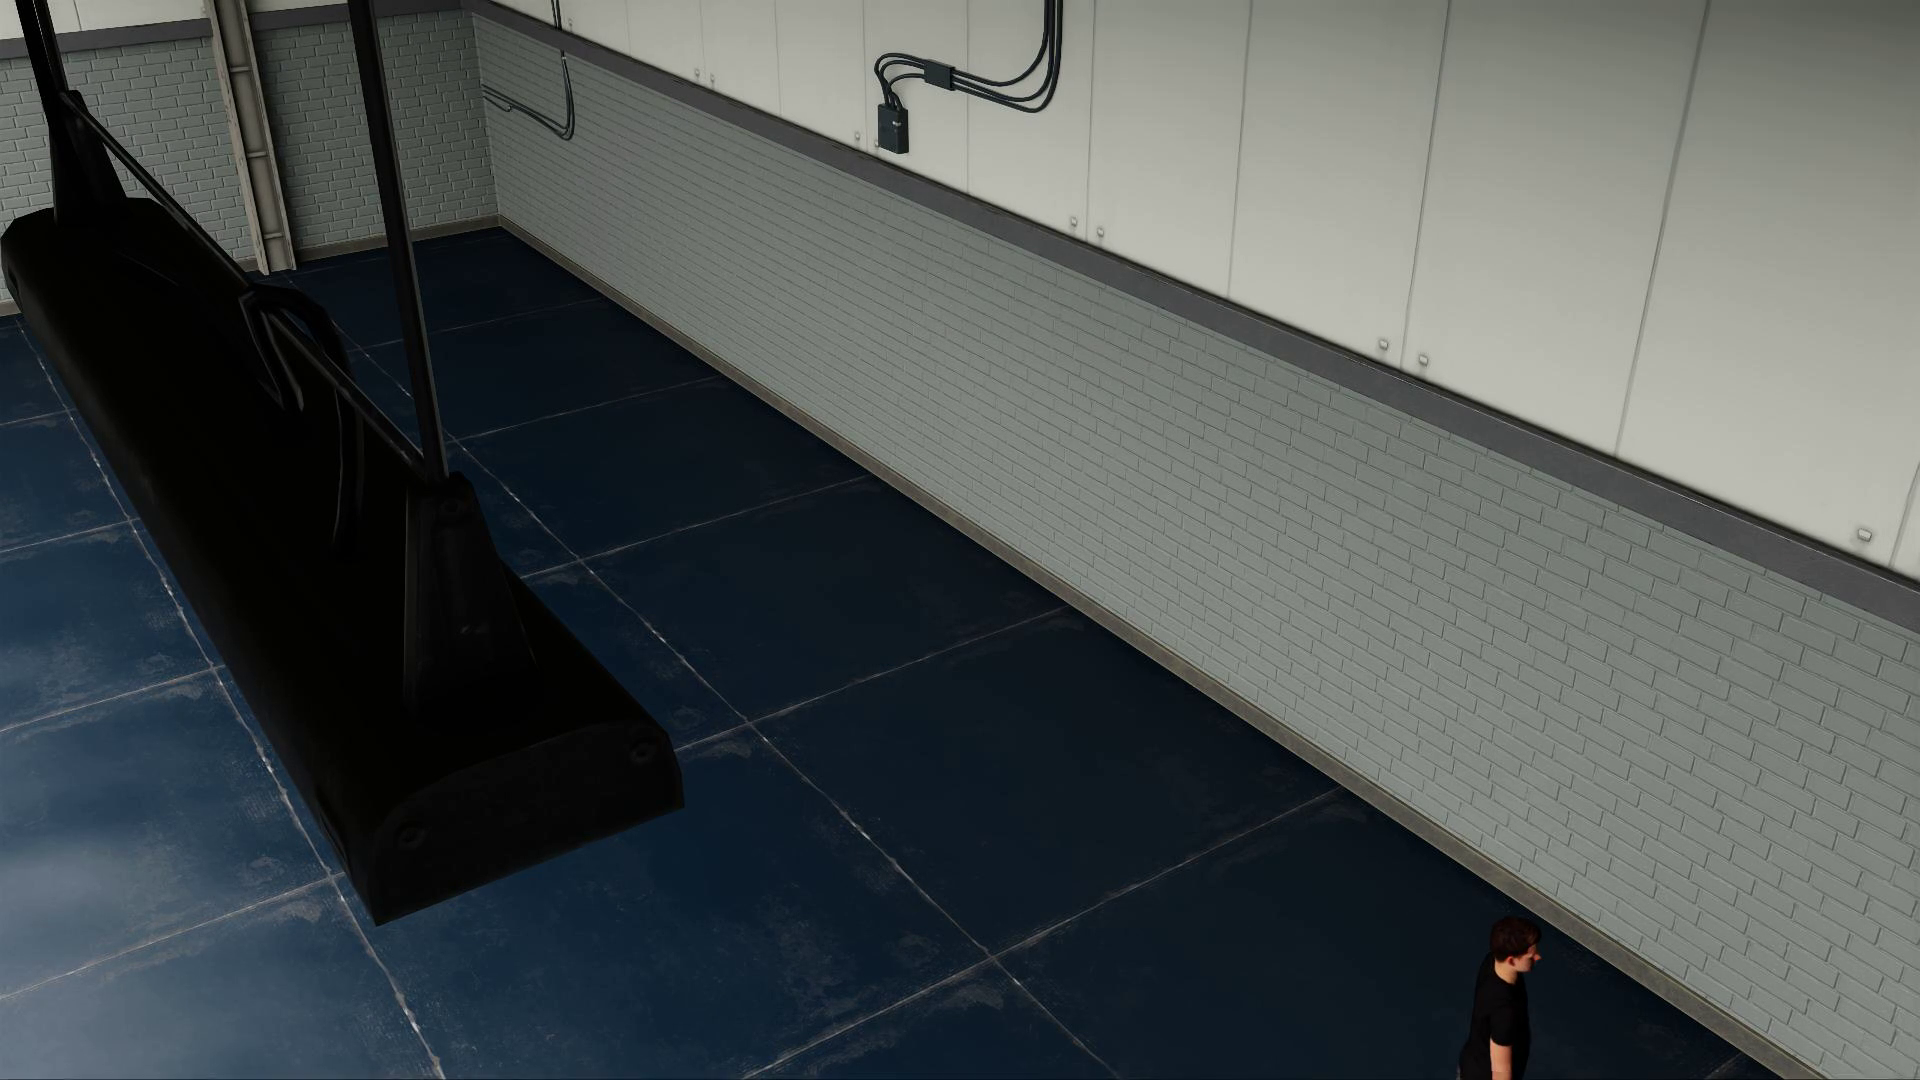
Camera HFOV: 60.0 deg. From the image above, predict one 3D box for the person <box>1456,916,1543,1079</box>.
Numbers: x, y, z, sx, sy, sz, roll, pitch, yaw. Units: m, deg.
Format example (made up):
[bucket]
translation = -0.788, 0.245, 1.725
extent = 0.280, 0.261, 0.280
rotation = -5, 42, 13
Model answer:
[person]
translation = 2.486, 2.511, 7.841
extent = 0.815, 1.862, 0.755
rotation = 5, 28, 9
